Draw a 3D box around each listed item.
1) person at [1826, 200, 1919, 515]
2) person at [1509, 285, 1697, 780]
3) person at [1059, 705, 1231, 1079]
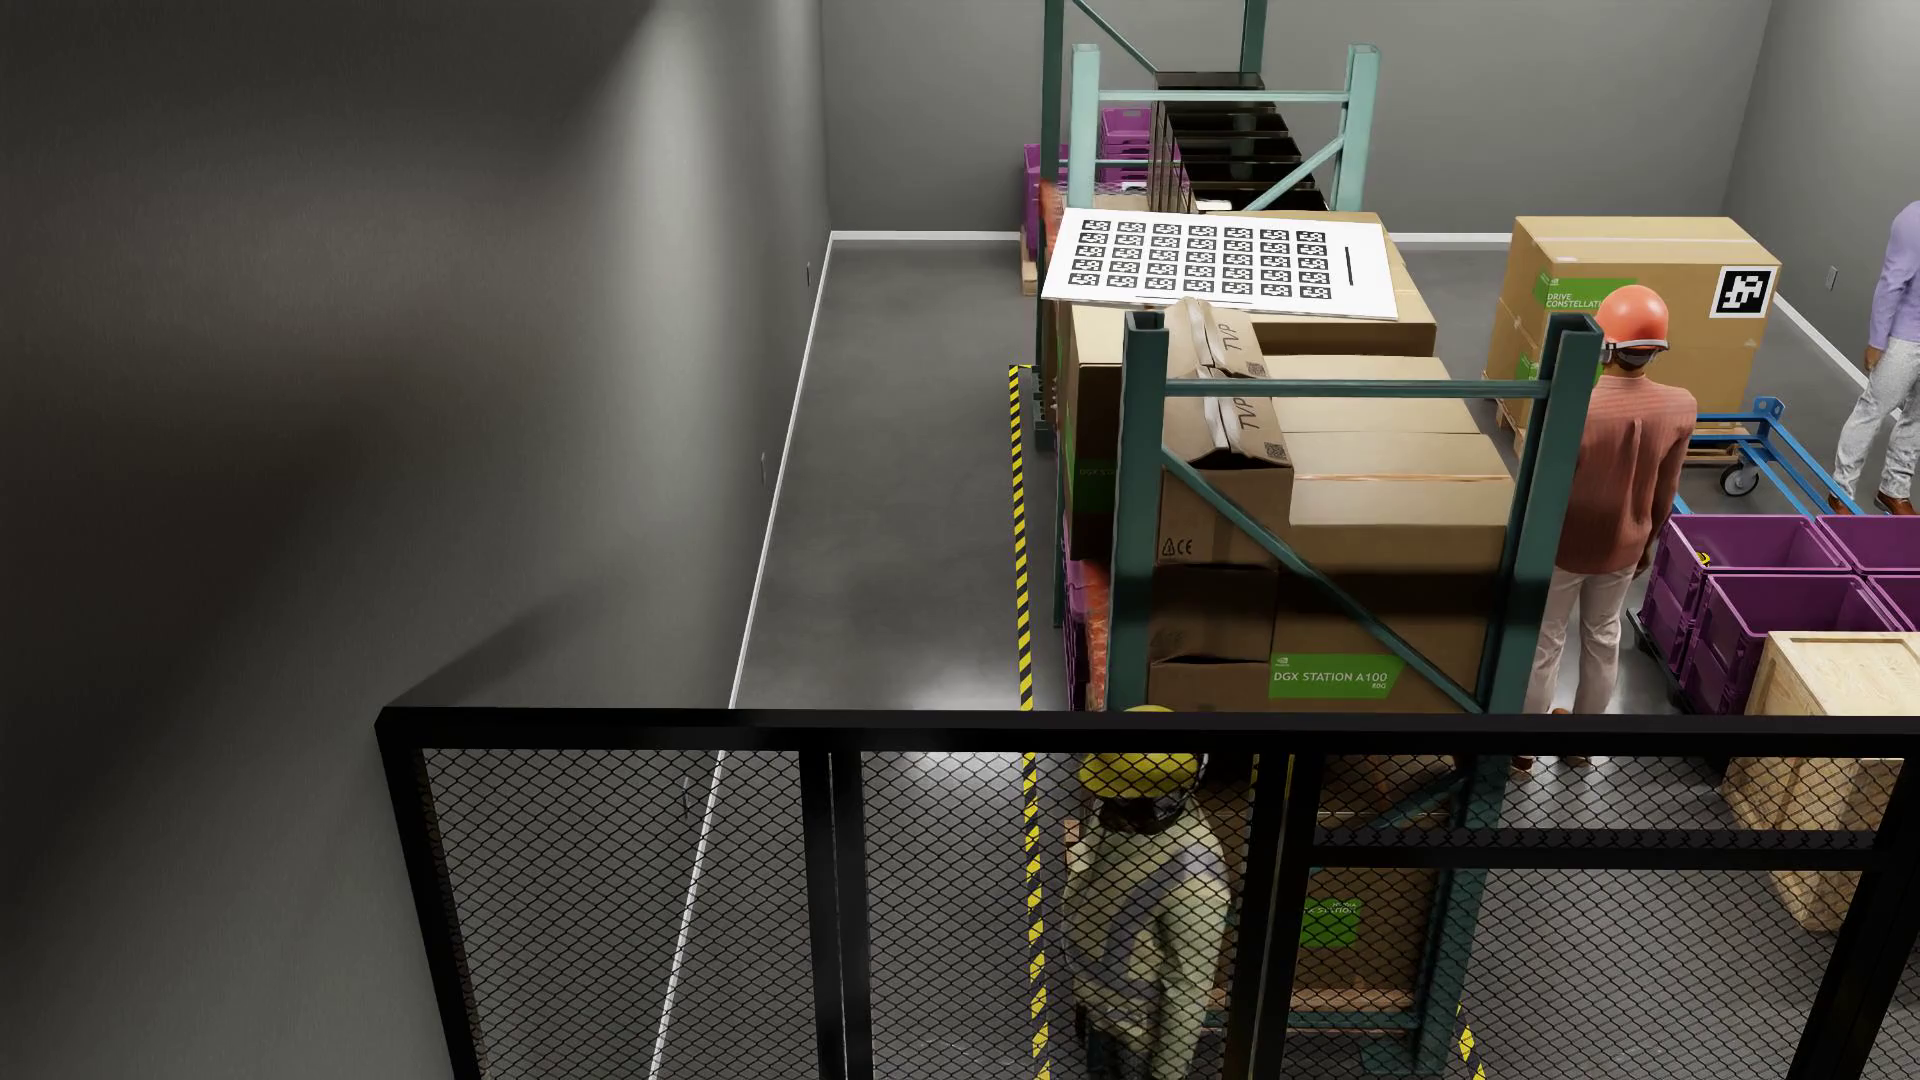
[{"bbox_3d":[4.544,-0.940,7.783,0.629,1.933,0.379,0,31,0],"label":"person"},{"bbox_3d":[2.311,0.006,6.151,0.620,1.994,0.381,-7,32,-12],"label":"person"},{"bbox_3d":[0.463,1.171,4.385,0.403,1.827,0.590,-6,32,-10],"label":"person"}]
